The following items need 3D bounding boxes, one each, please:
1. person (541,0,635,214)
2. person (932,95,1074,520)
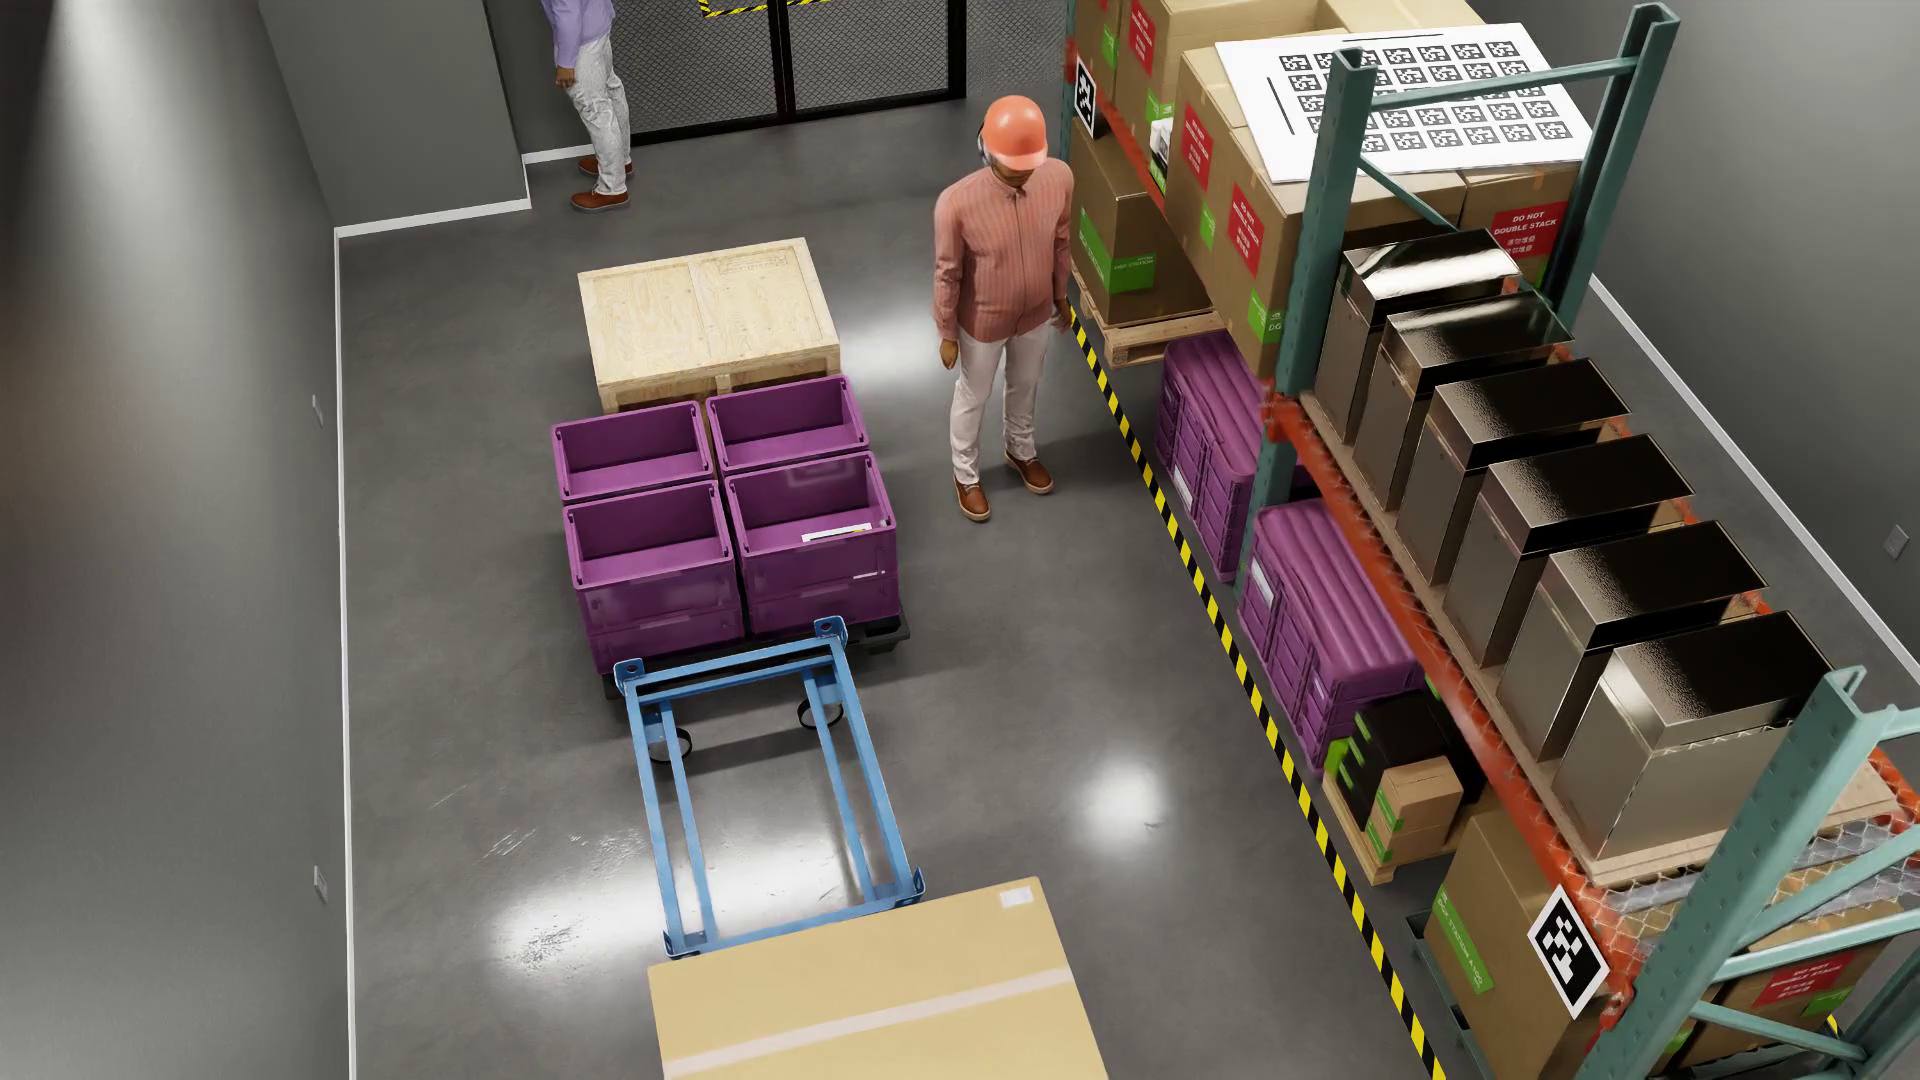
[{"bbox_3d":[-1.885,-2.510,8.192,0.373,1.940,0.628,1,47,1],"label":"person"},{"bbox_3d":[0.188,-0.915,6.690,0.626,1.991,0.389,-22,51,-19],"label":"person"}]
